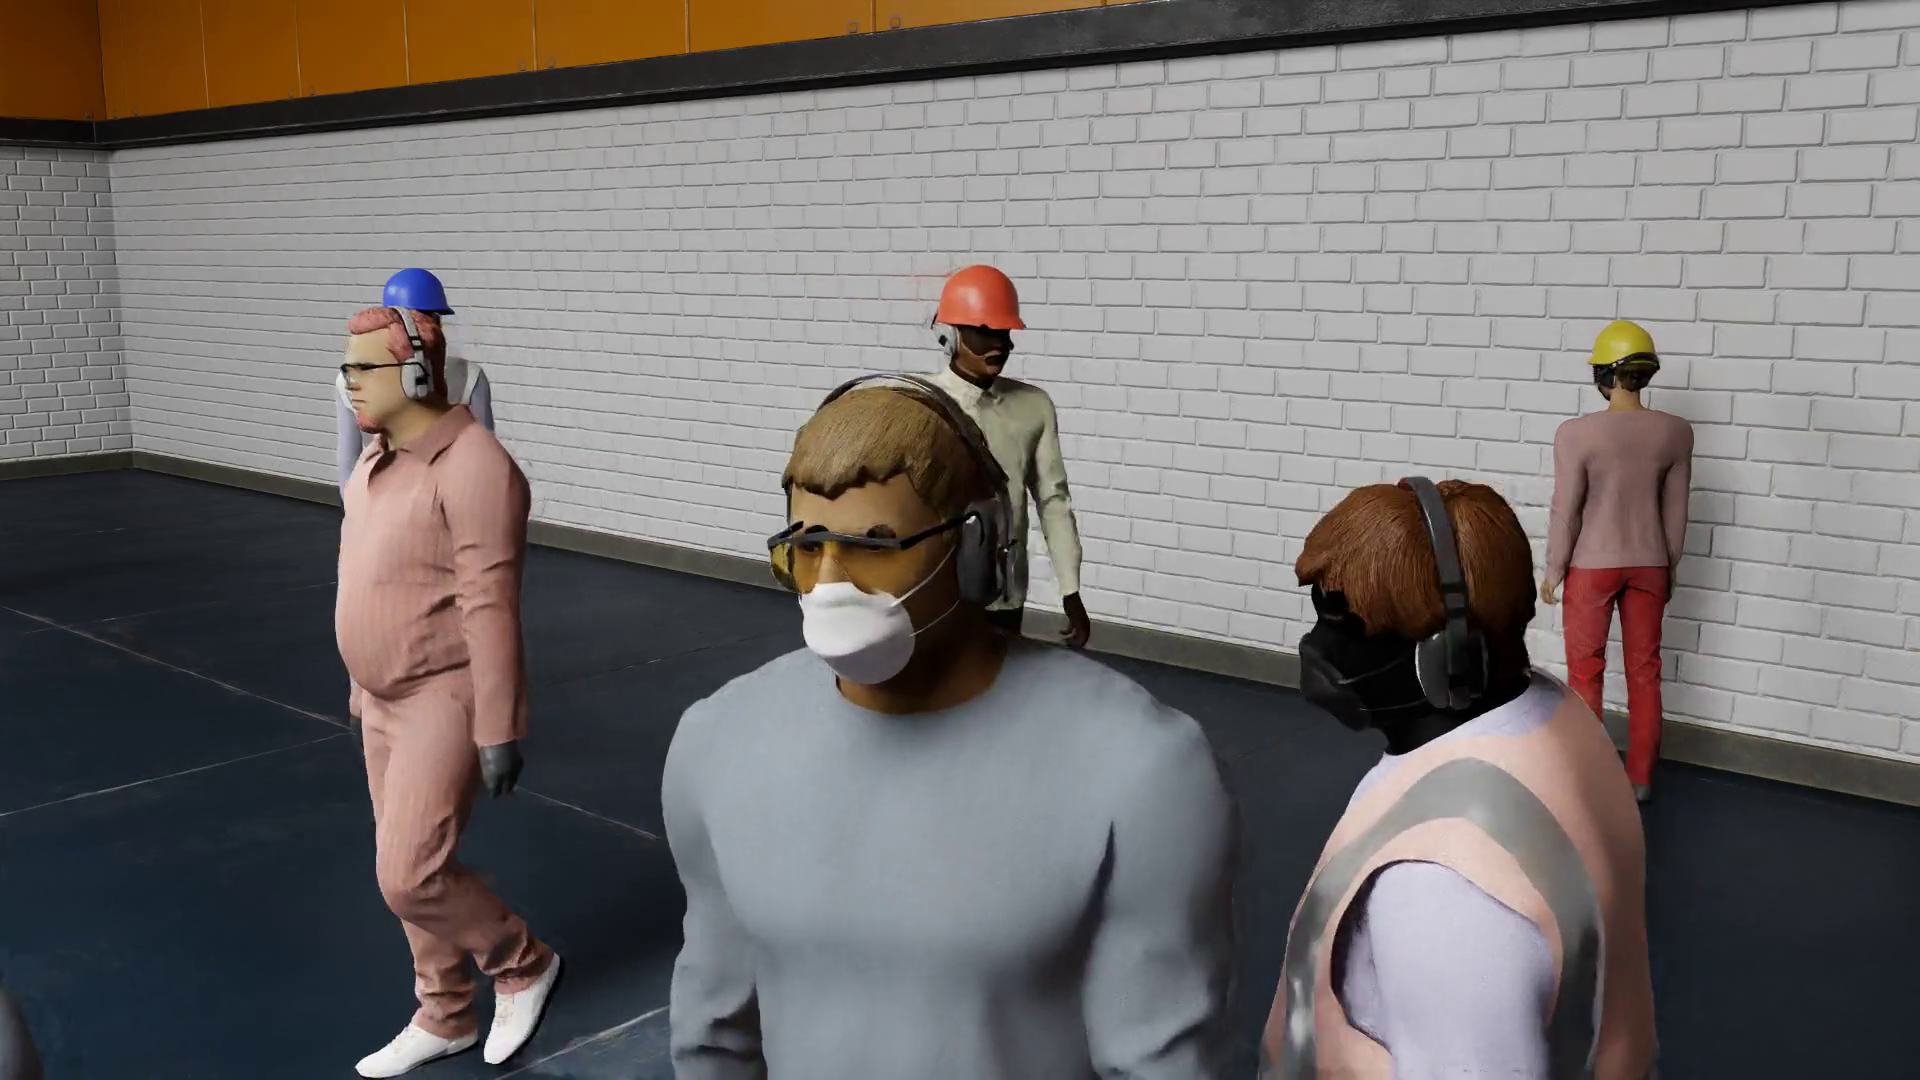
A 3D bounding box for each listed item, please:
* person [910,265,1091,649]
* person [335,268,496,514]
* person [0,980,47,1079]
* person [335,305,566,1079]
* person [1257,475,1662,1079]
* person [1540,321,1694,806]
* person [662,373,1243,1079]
[{"bbox_3d":[0.096,0.175,5.002,0.637,1.964,0.799,-7,12,-34],"label":"person"},{"bbox_3d":[-2.095,-0.077,6.492,0.606,1.943,0.403,0,10,-2],"label":"person"},{"bbox_3d":[-1.085,0.942,1.705,0.488,1.579,0.839,5,11,27],"label":"person"},{"bbox_3d":[-1.290,0.391,3.978,0.433,1.888,0.665,-9,13,-42],"label":"person"},{"bbox_3d":[0.505,0.805,1.950,0.965,1.780,0.643,6,12,31],"label":"person"},{"bbox_3d":[2.351,0.099,6.004,0.528,1.767,0.318,-1,10,-8],"label":"person"},{"bbox_3d":[-0.009,0.768,1.803,0.635,1.913,0.852,3,10,17],"label":"person"}]
